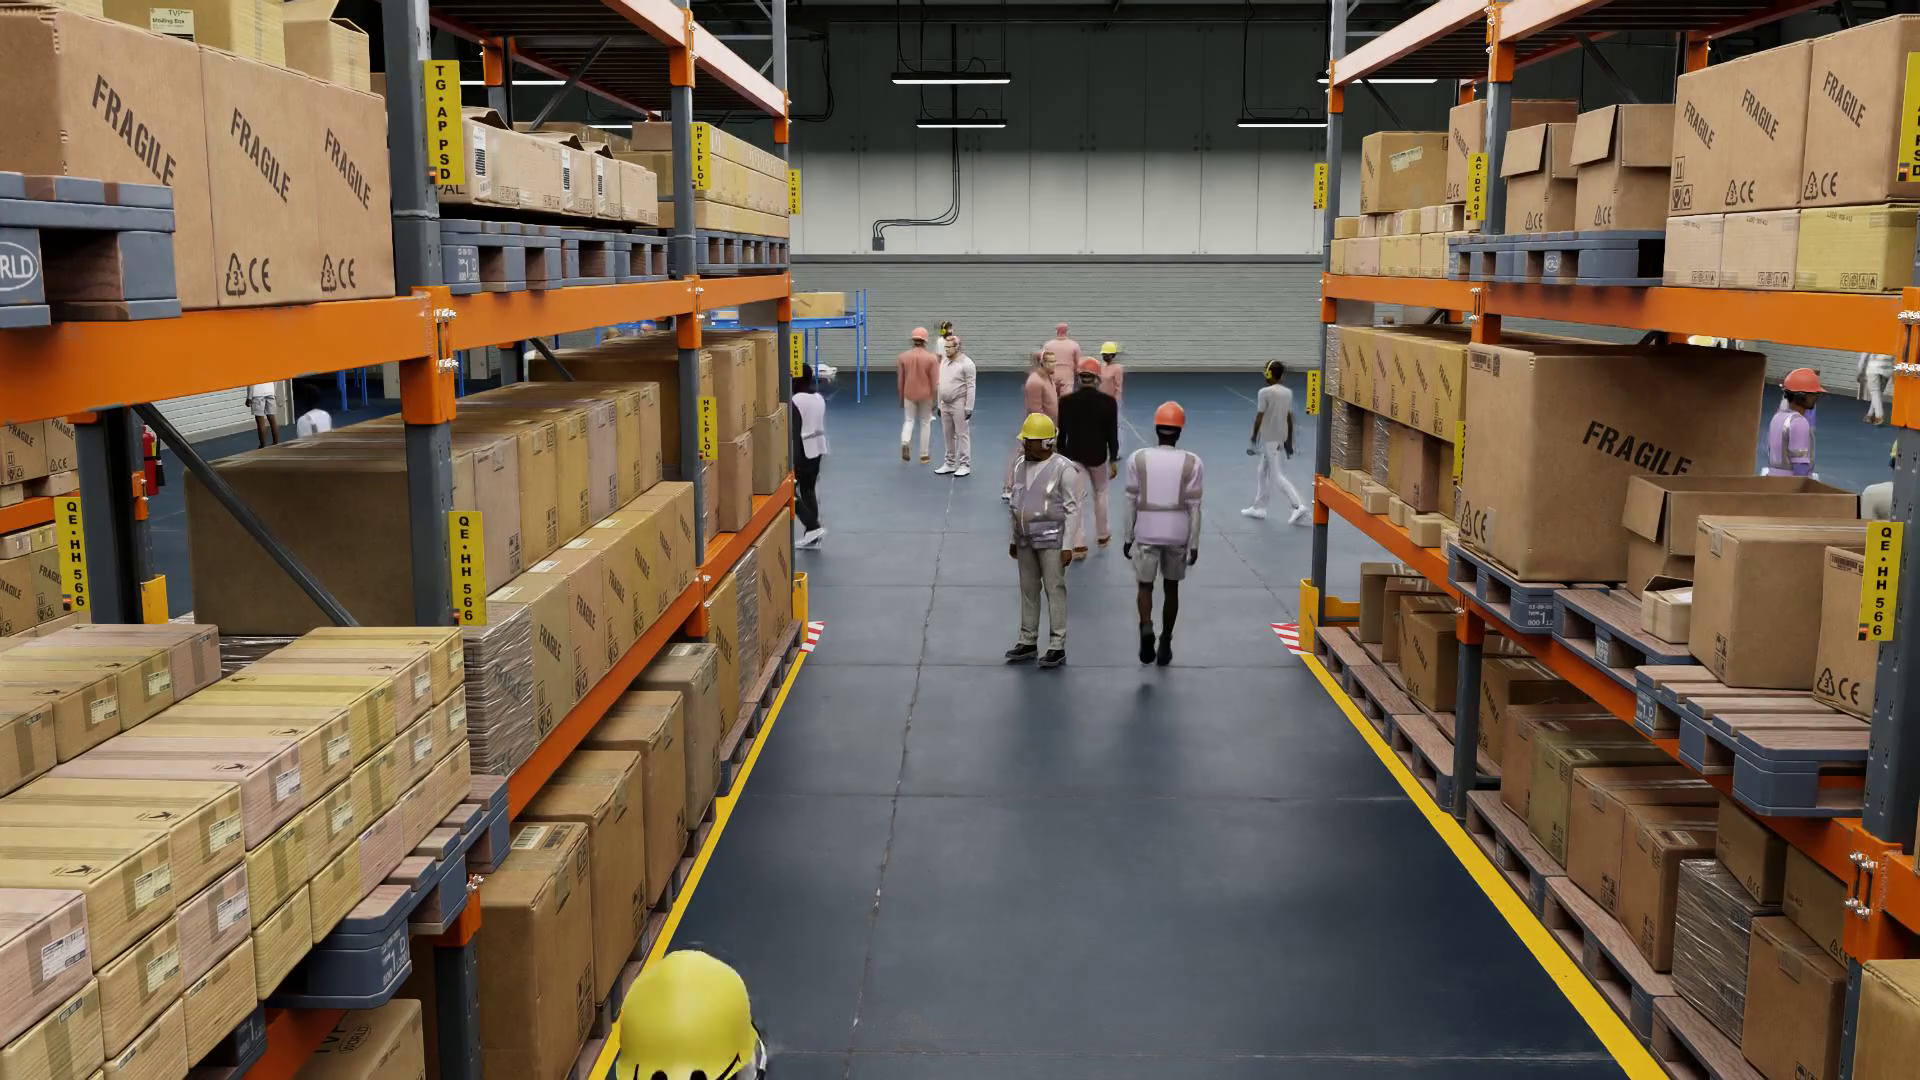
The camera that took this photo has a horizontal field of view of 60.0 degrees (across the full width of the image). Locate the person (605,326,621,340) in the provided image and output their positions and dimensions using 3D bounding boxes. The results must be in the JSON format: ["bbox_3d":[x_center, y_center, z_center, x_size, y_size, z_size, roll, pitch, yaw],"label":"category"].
[{"bbox_3d":[-5.420,-2.397,26.069,0.653,1.919,0.513,-4,10,-22],"label":"person"}]

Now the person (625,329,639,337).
[{"bbox_3d":[-8.328,-5.100,42.364,0.543,1.879,0.605,-3,10,-16],"label":"person"}]

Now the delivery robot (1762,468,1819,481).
[{"bbox_3d":[9.990,-0.734,20.028,0.477,0.478,0.707,-1,10,-7],"label":"delivery robot"}]

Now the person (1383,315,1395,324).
[{"bbox_3d":[8.639,-3.614,33.594,0.627,1.843,0.429,-5,10,-25],"label":"person"}]

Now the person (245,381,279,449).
[{"bbox_3d":[-10.413,-2.182,24.748,0.373,1.929,0.542,4,10,24],"label":"person"}]

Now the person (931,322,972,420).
[{"bbox_3d":[-0.290,-3.098,30.590,0.995,1.813,0.538,5,11,26],"label":"person"}]

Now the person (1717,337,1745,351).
[{"bbox_3d":[14.901,-3.388,32.226,0.509,1.846,0.341,3,10,16],"label":"person"}]

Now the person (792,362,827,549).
[{"bbox_3d":[-1.578,-0.848,16.840,0.457,1.899,0.614,4,10,25],"label":"person"}]

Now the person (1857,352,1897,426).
[{"bbox_3d":[16.460,-3.009,29.798,0.622,1.903,0.999,1,10,4],"label":"person"}]

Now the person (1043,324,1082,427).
[{"bbox_3d":[1.764,-2.771,28.518,0.676,1.851,1.020,2,10,13],"label":"person"}]

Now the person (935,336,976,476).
[{"bbox_3d":[-0.088,-1.831,22.720,0.402,1.904,0.652,-9,13,-44],"label":"person"}]

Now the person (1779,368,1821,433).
[{"bbox_3d":[8.681,-0.910,17.459,0.613,1.820,0.580,-7,12,-37],"label":"person"}]

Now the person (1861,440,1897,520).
[{"bbox_3d":[6.343,0.162,11.236,0.530,1.755,0.401,4,10,22],"label":"person"}]

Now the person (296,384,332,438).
[{"bbox_3d":[-6.738,-0.790,17.229,0.873,1.650,0.538,3,10,16],"label":"person"}]

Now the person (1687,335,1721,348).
[{"bbox_3d":[13.858,-3.168,31.072,0.616,1.799,0.976,5,11,28],"label":"person"}]

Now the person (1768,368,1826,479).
[{"bbox_3d":[6.804,-0.378,13.598,0.378,2.045,0.605,1,10,6],"label":"person"}]

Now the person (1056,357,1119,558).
[{"bbox_3d":[1.295,-0.842,16.632,0.652,1.951,0.962,3,10,15],"label":"person"}]

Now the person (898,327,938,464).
[{"bbox_3d":[-0.619,-2.079,23.992,0.621,1.980,0.683,3,10,15],"label":"person"}]

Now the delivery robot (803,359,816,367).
[{"bbox_3d":[-3.873,-4.212,40.861,0.707,0.478,0.477,4,10,24],"label":"delivery robot"}]

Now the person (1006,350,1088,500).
[{"bbox_3d":[1.004,-1.362,20.080,1.009,1.848,0.666,4,10,22],"label":"person"}]

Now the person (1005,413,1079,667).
[{"bbox_3d":[0.577,-0.007,12.019,0.598,1.828,0.403,9,13,43],"label":"person"}]

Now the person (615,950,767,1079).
[{"bbox_3d":[-0.411,1.530,2.857,0.602,1.816,0.696,0,9,2],"label":"person"}]

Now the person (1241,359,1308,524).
[{"bbox_3d":[3.575,-1.125,18.745,0.511,1.828,0.959,-9,13,-42],"label":"person"}]

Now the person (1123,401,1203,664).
[{"bbox_3d":[1.446,-0.029,11.890,0.567,1.917,0.701,1,10,8],"label":"person"}]

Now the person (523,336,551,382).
[{"bbox_3d":[-6.062,-2.038,23.977,0.675,1.903,0.440,5,11,26],"label":"person"}]

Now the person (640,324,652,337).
[{"bbox_3d":[-5.335,-2.753,28.383,0.985,1.867,0.636,4,10,24],"label":"person"}]

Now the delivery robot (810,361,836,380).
[{"bbox_3d":[-3.325,-4.028,39.763,0.707,0.478,0.477,3,10,19],"label":"delivery robot"}]

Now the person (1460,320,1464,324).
[{"bbox_3d":[10.973,-4.103,36.745,0.527,1.768,0.313,-2,10,-11],"label":"person"}]

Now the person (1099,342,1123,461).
[{"bbox_3d":[2.149,-2.013,24.251,0.610,1.742,0.545,-7,12,-35],"label":"person"}]
